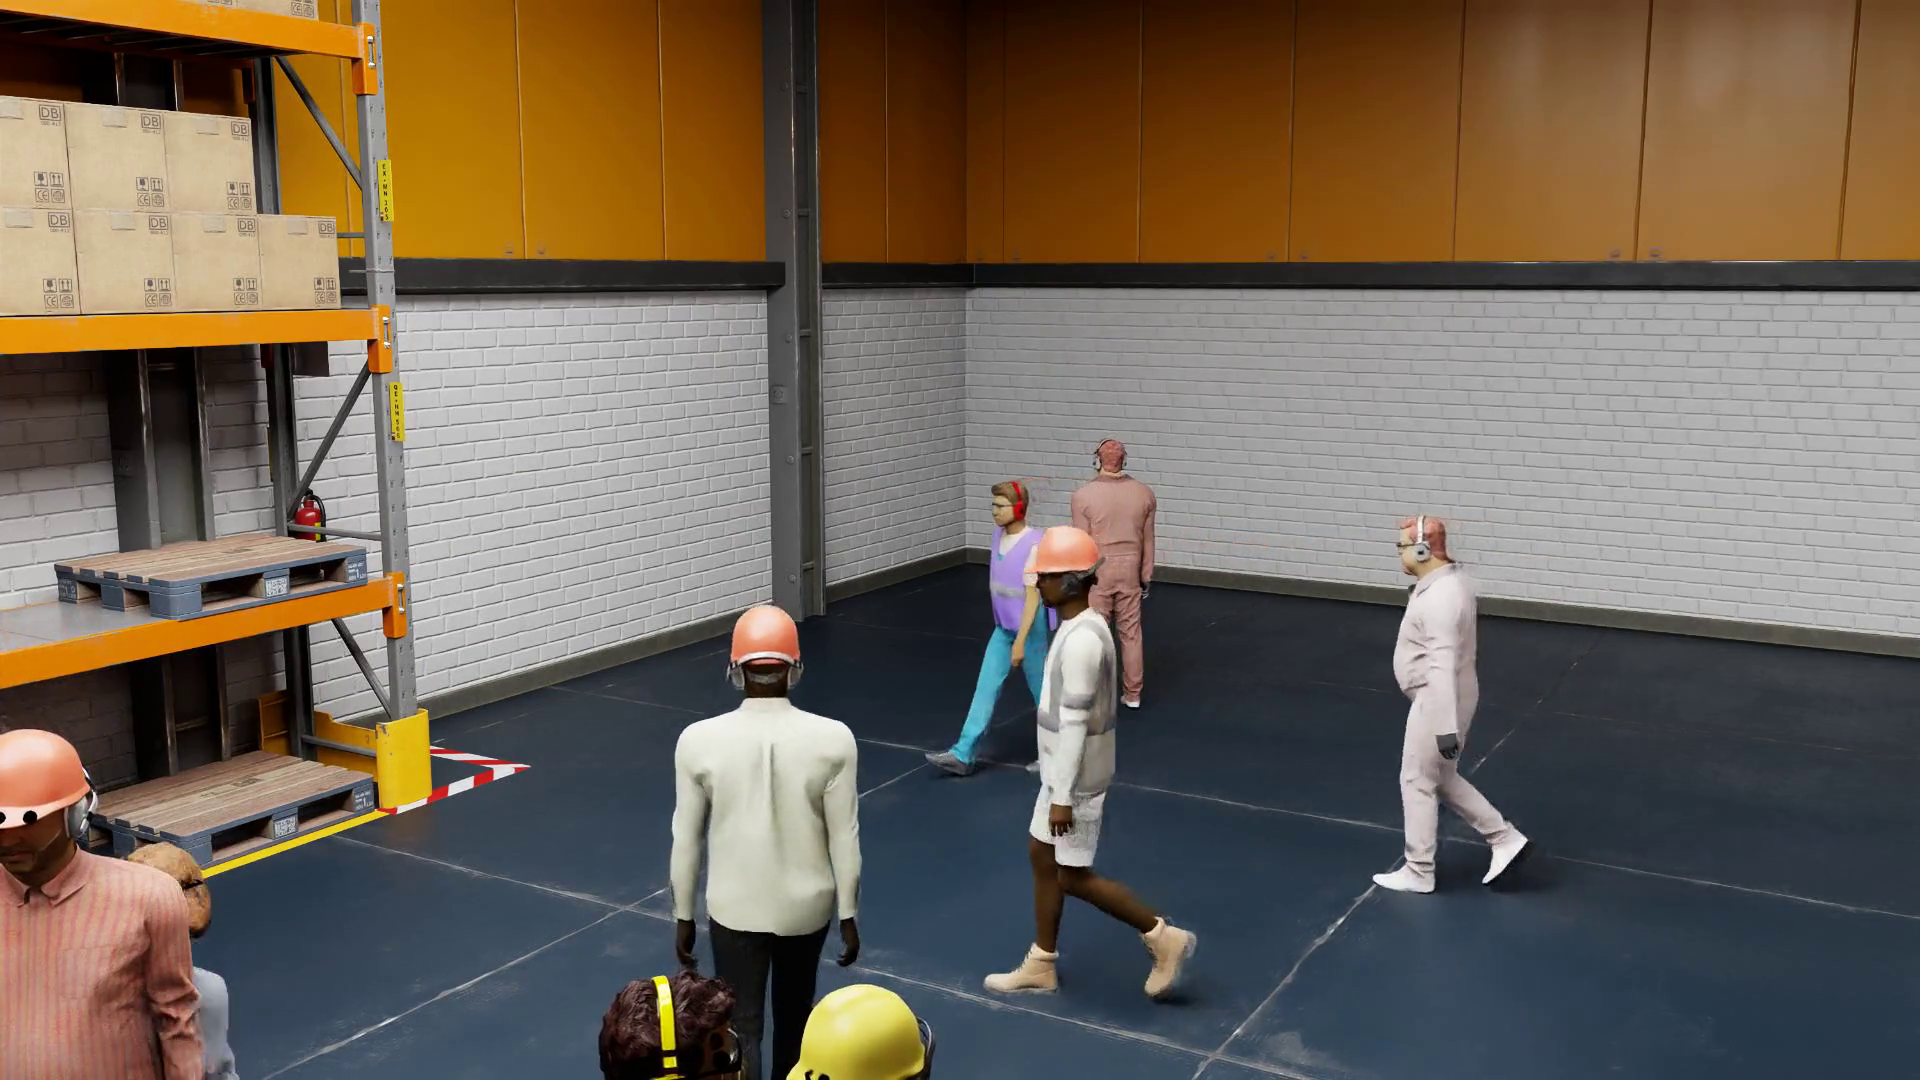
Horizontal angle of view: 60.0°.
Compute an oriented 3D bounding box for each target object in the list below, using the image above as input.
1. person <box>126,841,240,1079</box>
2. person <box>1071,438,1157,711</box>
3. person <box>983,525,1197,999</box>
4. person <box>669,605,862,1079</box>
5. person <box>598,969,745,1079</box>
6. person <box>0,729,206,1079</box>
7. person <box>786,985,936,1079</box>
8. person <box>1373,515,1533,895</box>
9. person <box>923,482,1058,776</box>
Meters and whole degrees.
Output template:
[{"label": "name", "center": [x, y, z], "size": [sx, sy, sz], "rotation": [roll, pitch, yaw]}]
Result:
[{"label": "person", "center": [-2.016, 1.561, 4.268], "size": [0.554, 1.596, 0.744], "rotation": [4, 10, 23]}, {"label": "person", "center": [1.026, 0.249, 11.487], "size": [0.652, 1.906, 0.403], "rotation": [-4, 10, -21]}, {"label": "person", "center": [0.536, 0.942, 6.837], "size": [0.794, 2.020, 0.621], "rotation": [0, 9, 0]}, {"label": "person", "center": [-0.623, 1.208, 5.378], "size": [0.630, 1.963, 0.909], "rotation": [-1, 9, -9]}, {"label": "person", "center": [-0.490, 1.642, 2.906], "size": [0.326, 1.872, 0.518], "rotation": [-4, 10, -24]}, {"label": "person", "center": [-2.126, 1.412, 3.950], "size": [0.625, 1.992, 0.388], "rotation": [-2, 9, -12]}, {"label": "person", "center": [-0.157, 1.665, 3.114], "size": [0.341, 1.760, 0.526], "rotation": [-6, 11, -34]}, {"label": "person", "center": [2.421, 0.812, 8.078], "size": [0.654, 1.873, 0.663], "rotation": [4, 10, 26]}, {"label": "person", "center": [0.268, 0.552, 9.926], "size": [0.949, 1.790, 0.594], "rotation": [-5, 10, -26]}]
